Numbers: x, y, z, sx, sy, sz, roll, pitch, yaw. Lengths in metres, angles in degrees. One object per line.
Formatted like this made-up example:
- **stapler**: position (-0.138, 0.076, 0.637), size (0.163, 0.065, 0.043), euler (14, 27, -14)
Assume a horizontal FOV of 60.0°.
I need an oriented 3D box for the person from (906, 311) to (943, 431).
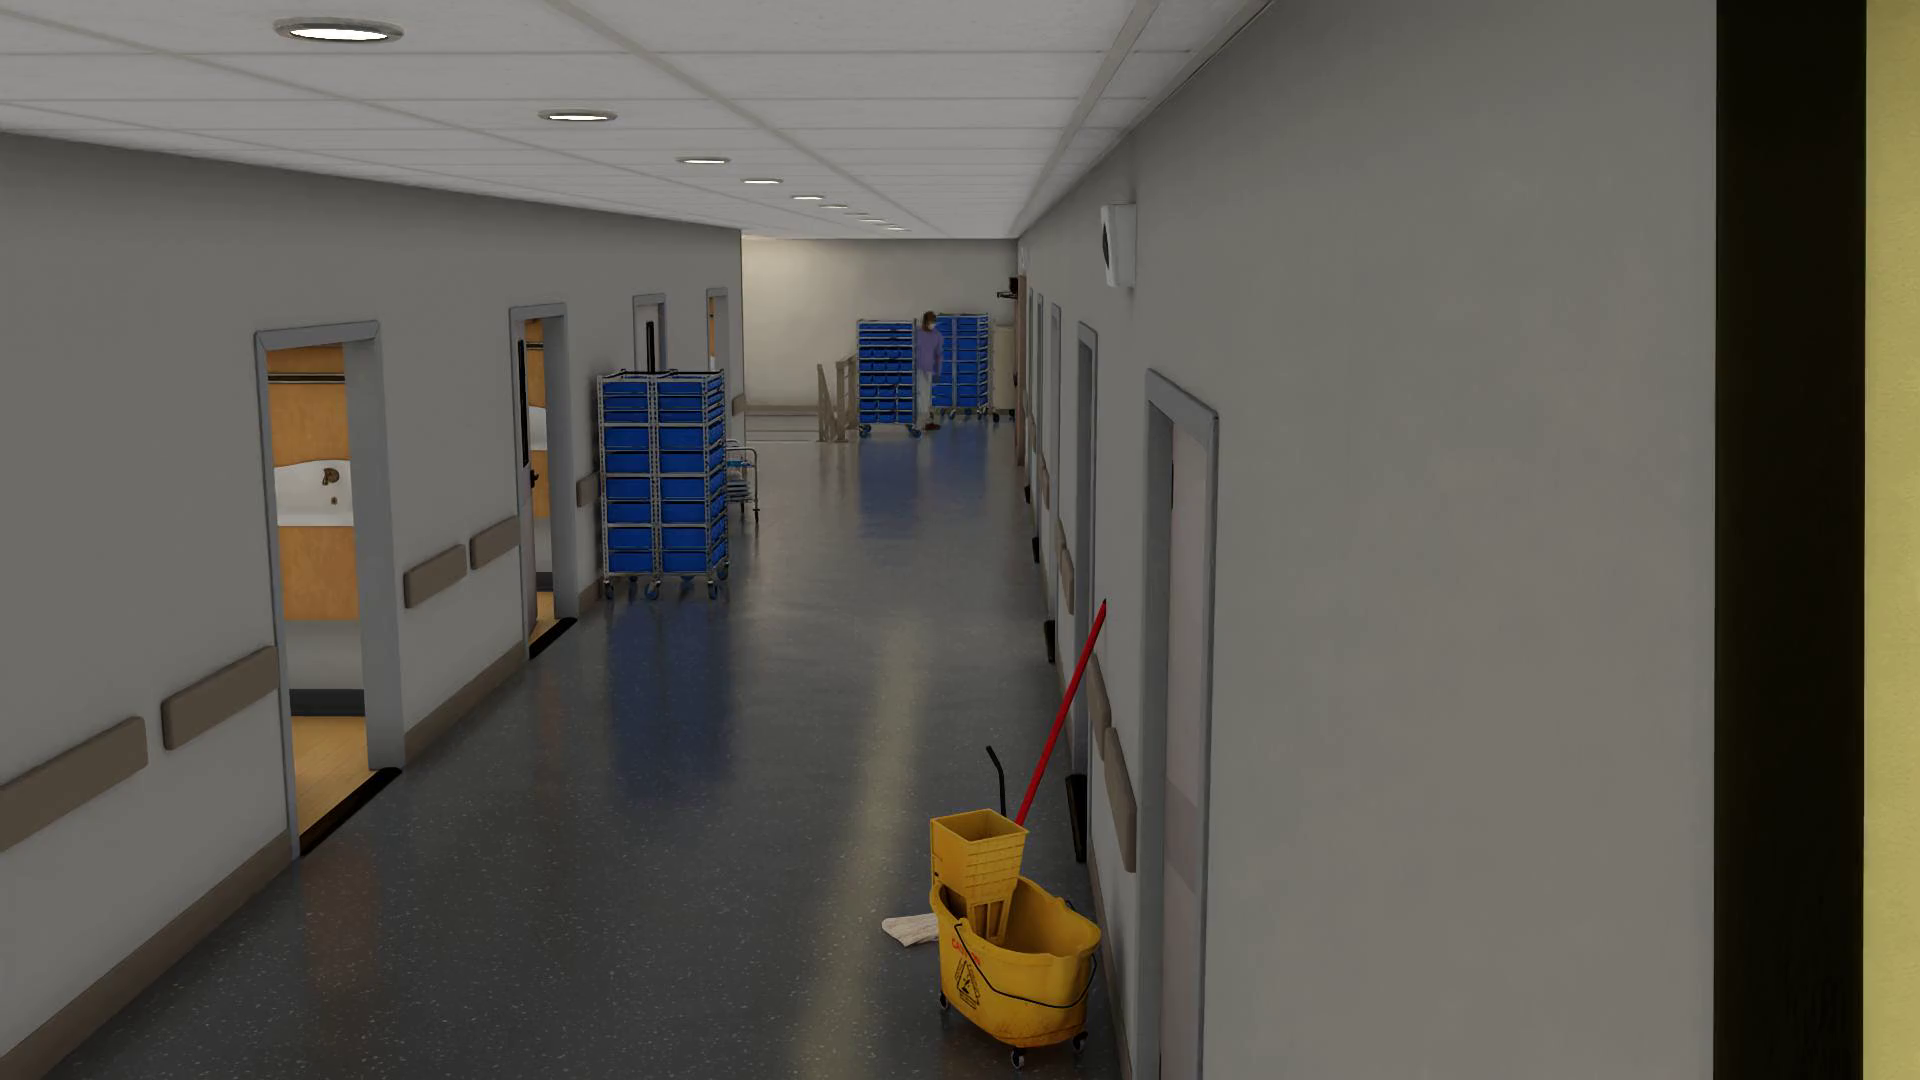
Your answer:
- **person**: position (-0.620, -2.673, 26.226), size (0.671, 1.873, 0.992), euler (-5, 11, -29)
